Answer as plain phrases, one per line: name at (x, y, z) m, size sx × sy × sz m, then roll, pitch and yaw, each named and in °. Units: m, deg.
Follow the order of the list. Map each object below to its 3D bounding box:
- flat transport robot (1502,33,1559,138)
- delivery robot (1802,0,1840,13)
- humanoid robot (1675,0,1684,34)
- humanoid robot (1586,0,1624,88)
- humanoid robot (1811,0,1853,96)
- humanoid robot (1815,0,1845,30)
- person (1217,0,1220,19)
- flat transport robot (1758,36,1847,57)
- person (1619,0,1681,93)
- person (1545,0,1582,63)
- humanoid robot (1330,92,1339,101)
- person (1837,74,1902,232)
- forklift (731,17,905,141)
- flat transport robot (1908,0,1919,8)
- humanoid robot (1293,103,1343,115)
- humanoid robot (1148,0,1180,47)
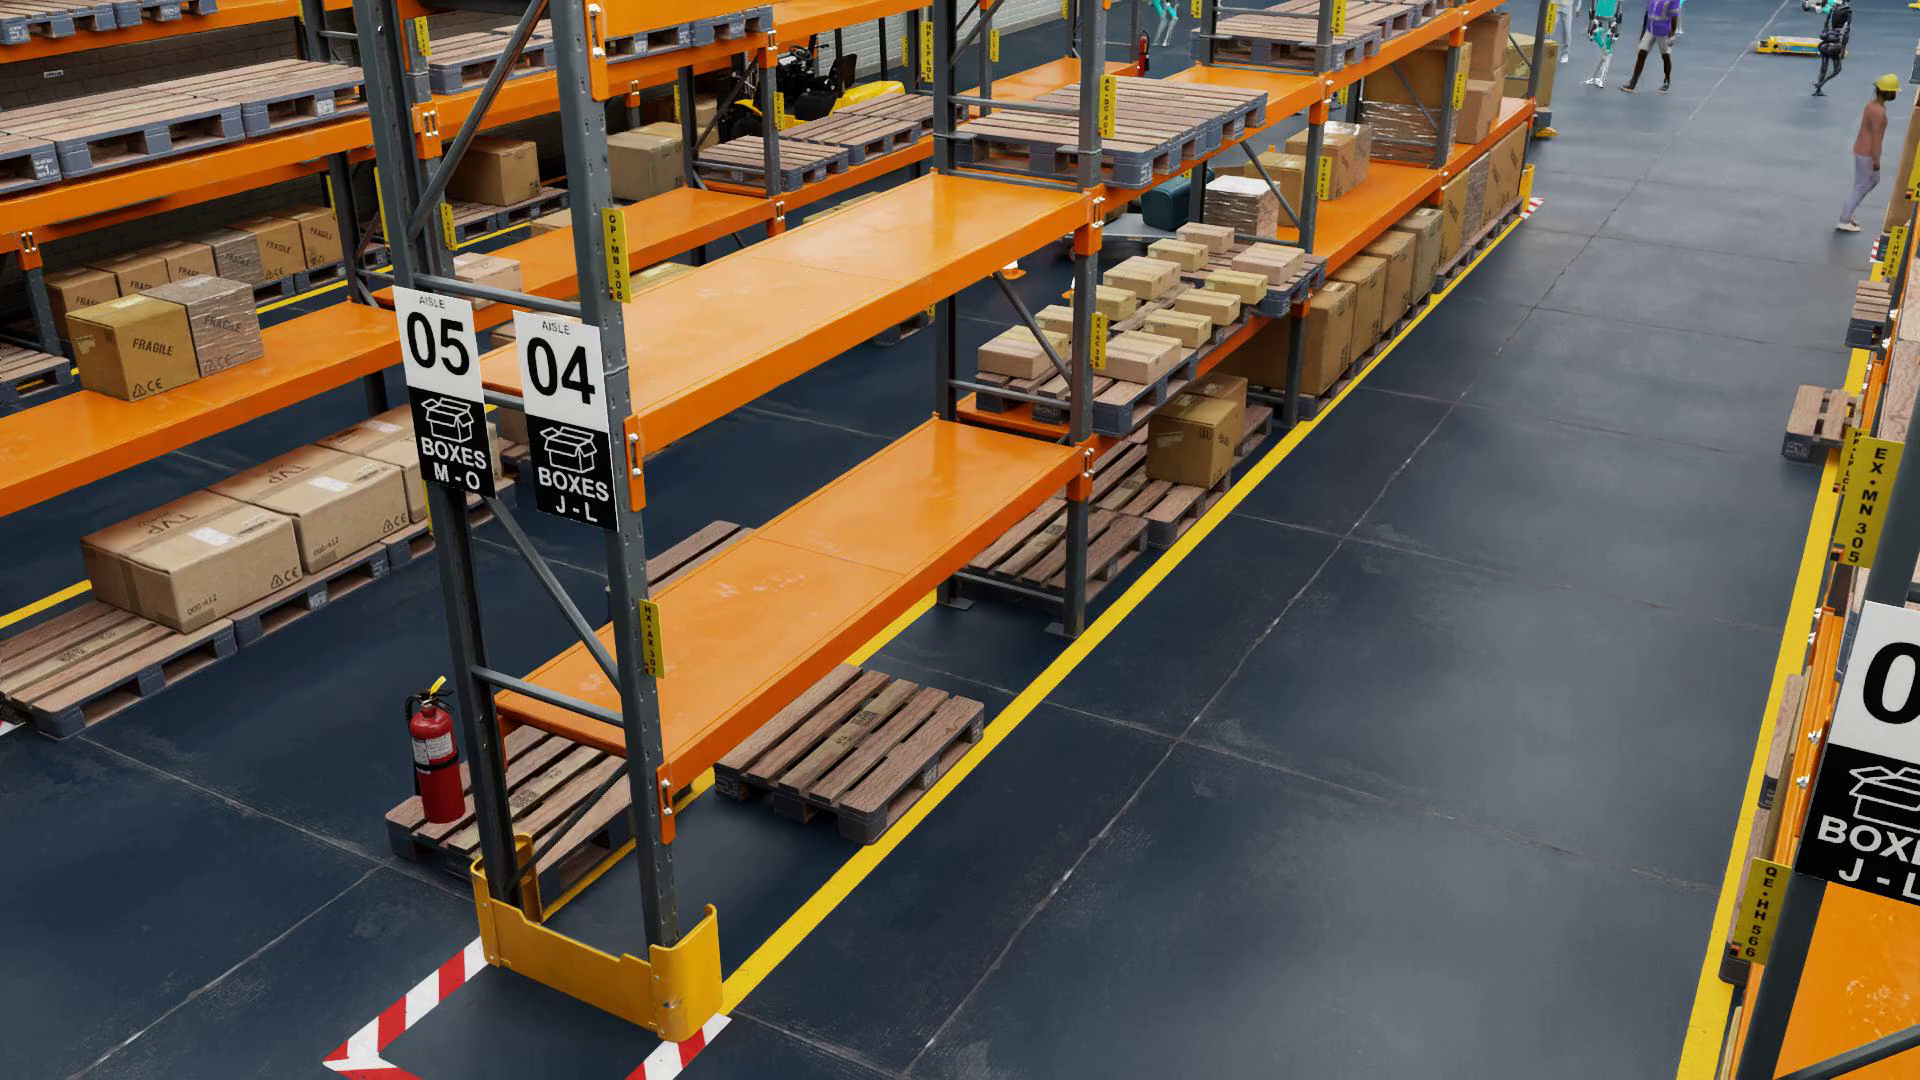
flat transport robot at (7.636, -5.867, 23.533) m, size 1.431 × 0.231 × 0.659 m, roll 0°, pitch 26°, yaw 0°
delivery robot at (17.723, -11.105, 34.108) m, size 0.816 × 0.612 × 0.499 m, roll -16°, pitch 30°, yaw -29°
humanoid robot at (13.605, -10.491, 31.457) m, size 0.588 × 1.785 × 0.821 m, roll 20°, pitch 32°, yaw 36°
humanoid robot at (10.346, -8.111, 26.512) m, size 0.586 × 1.779 × 0.878 m, roll 23°, pitch 34°, yaw 39°
humanoid robot at (13.451, -7.698, 25.720) m, size 0.392 × 1.647 × 0.615 m, roll -4°, pitch 26°, yaw -9°
humanoid robot at (15.451, -9.488, 29.360) m, size 0.535 × 1.770 × 0.808 m, roll -19°, pitch 32°, yaw -34°
person at (4.957, -11.446, 33.250) m, size 0.638 × 1.888 × 0.991 m, roll -17°, pitch 31°, yaw -32°
flat transport robot at (14.974, -8.765, 29.555) m, size 1.431 × 0.231 × 0.659 m, roll 11°, pitch 28°, yaw 21°
person at (10.847, -7.935, 25.946) m, size 0.979 × 1.894 × 0.699 m, roll -14°, pitch 29°, yaw -27°
person at (10.310, -9.154, 28.503) m, size 0.648 × 1.893 × 0.432 m, roll 8°, pitch 27°, yaw 16°
humanoid robot at (5.872, -7.573, 25.441) m, size 0.591 × 1.649 × 0.341 m, roll 11°, pitch 28°, yaw 22°
person at (10.187, -4.317, 18.602) m, size 0.399 × 1.750 × 0.540 m, roll 7°, pitch 27°, yaw 15°
forklift at (-1.819, -5.975, 21.543) m, size 2.313 × 2.155 × 1.214 m, roll 14°, pitch 29°, yaw 26°
flat transport robot at (20.448, -11.137, 34.483) m, size 1.431 × 0.231 × 0.659 m, roll -13°, pitch 28°, yaw -24°
humanoid robot at (5.296, -7.039, 24.388) m, size 0.776 × 1.623 × 0.602 m, roll 5°, pitch 26°, yaw 10°
humanoid robot at (3.713, -9.751, 29.972) m, size 0.703 × 1.835 × 0.530 m, roll -20°, pitch 32°, yaw -35°
